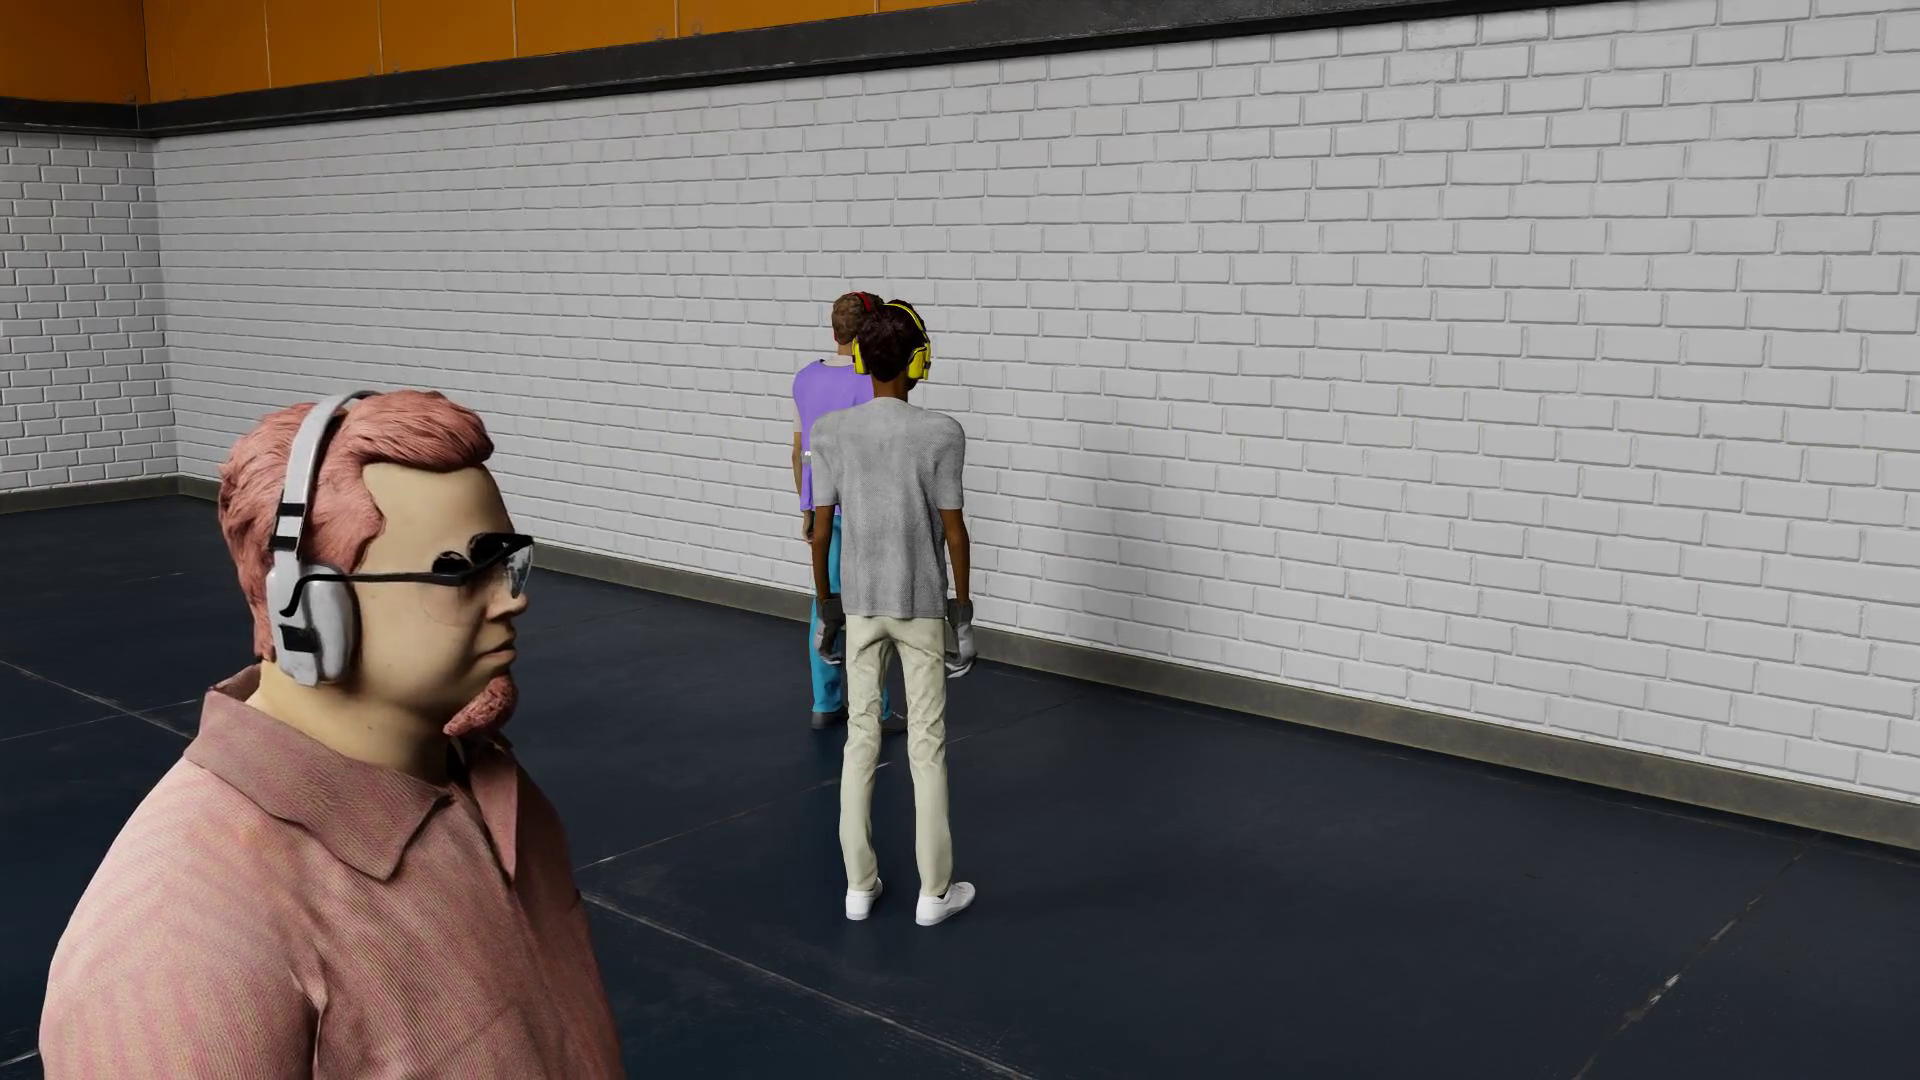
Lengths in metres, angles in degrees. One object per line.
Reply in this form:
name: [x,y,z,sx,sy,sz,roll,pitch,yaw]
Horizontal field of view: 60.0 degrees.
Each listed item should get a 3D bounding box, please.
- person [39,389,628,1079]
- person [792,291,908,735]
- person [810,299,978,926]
person: [-0.476,0.818,1.509,0.407,1.908,0.641,0,10,1]
person: [-0.456,-0.098,6.903,0.570,1.840,0.372,7,12,36]
person: [-0.198,0.225,4.986,0.519,1.873,0.328,3,10,15]
